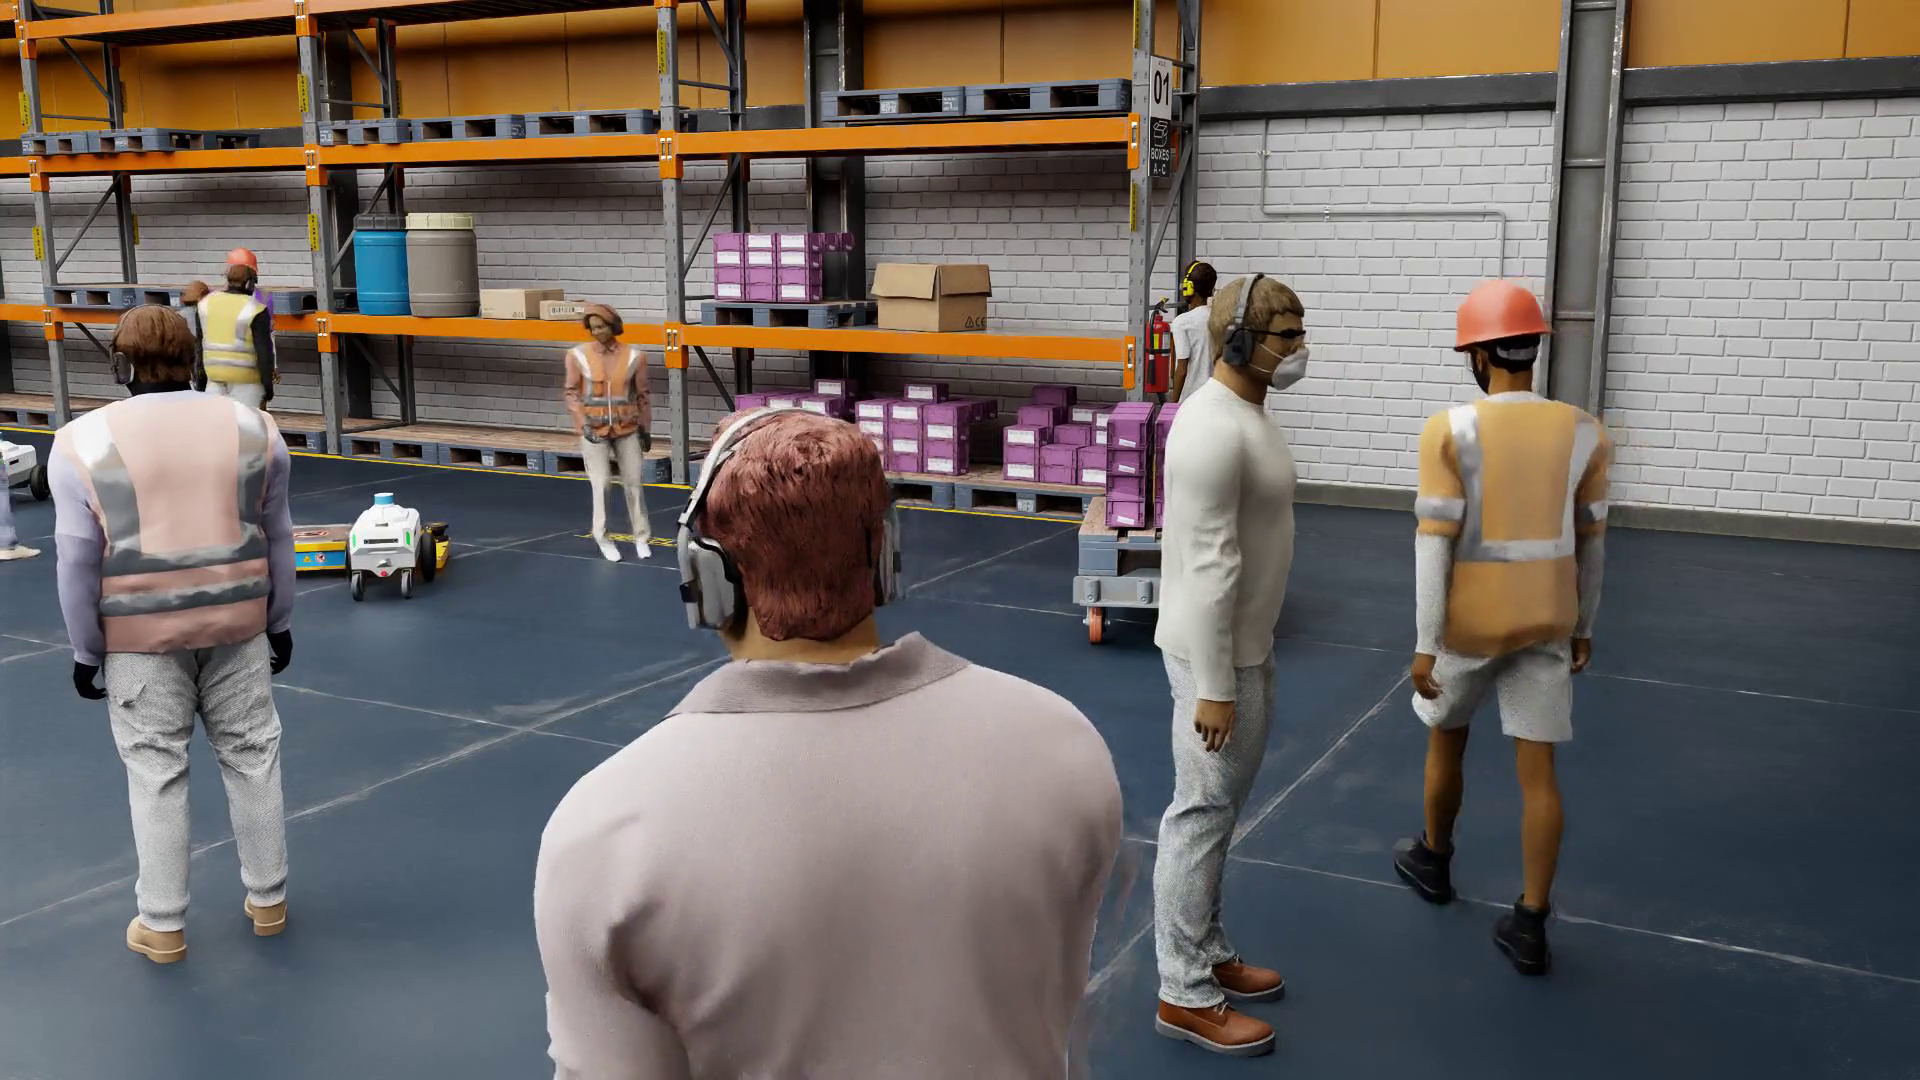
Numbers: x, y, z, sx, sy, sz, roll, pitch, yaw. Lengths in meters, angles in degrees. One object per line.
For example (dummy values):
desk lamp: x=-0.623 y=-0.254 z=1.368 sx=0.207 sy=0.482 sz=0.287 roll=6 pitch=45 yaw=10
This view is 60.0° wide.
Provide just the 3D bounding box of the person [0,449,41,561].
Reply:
person: x=-6.150 y=-0.677 z=10.154 sx=0.534 sy=1.727 sz=0.774 roll=4 pitch=11 yaw=19

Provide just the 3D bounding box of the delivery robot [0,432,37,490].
delivery robot: x=-7.247 y=-0.570 z=12.514 sx=0.477 sy=0.478 sz=0.707 roll=-2 pitch=11 yaw=-9

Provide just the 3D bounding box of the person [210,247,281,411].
person: x=-6.034 y=-1.497 z=14.081 sx=0.543 sy=1.932 sz=0.370 roll=-10 pitch=14 yaw=-43

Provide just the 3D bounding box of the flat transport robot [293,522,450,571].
flat transport robot: x=-3.880 y=0.052 z=10.142 sx=1.431 sy=0.197 sz=0.652 roll=-2 pitch=11 yaw=-13

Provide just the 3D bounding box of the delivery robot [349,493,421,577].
delivery robot: x=-3.288 y=-0.026 z=9.531 sx=0.477 sy=0.478 sz=0.707 roll=-3 pitch=11 yaw=-14

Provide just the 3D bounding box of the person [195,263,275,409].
person: x=-5.764 y=-1.278 z=13.210 sx=0.673 sy=1.813 sz=0.535 roll=2 pitch=11 yaw=13

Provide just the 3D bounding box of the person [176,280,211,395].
person: x=-6.949 y=-1.559 z=15.237 sx=0.507 sy=1.632 sz=0.268 roll=0 pitch=10 yaw=1

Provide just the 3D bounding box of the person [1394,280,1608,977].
person: x=1.537 y=0.212 z=4.809 sx=0.584 sy=1.889 sz=0.915 roll=-1 pitch=10 yaw=-3

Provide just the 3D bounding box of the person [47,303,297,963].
person: x=-2.189 y=0.263 z=4.684 sx=0.627 sy=1.843 sz=0.429 roll=-8 pitch=13 yaw=-38

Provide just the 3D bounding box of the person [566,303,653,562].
person: x=-2.167 y=-0.662 z=10.361 sx=0.531 sy=1.613 sz=0.432 roll=-3 pitch=11 yaw=-17

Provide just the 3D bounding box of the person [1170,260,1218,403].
person: x=1.510 y=-0.838 z=10.644 sx=0.520 sy=1.869 sz=0.328 roll=-8 pitch=13 yaw=-36

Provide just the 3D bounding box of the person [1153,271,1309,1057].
person: x=0.675 y=0.301 z=4.206 sx=0.354 sy=1.936 sz=0.635 roll=3 pitch=11 yaw=17

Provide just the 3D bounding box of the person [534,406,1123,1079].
person: x=-0.131 y=0.779 z=1.836 sx=0.631 sy=1.845 sz=1.042 roll=-4 pitch=11 yaw=-19
